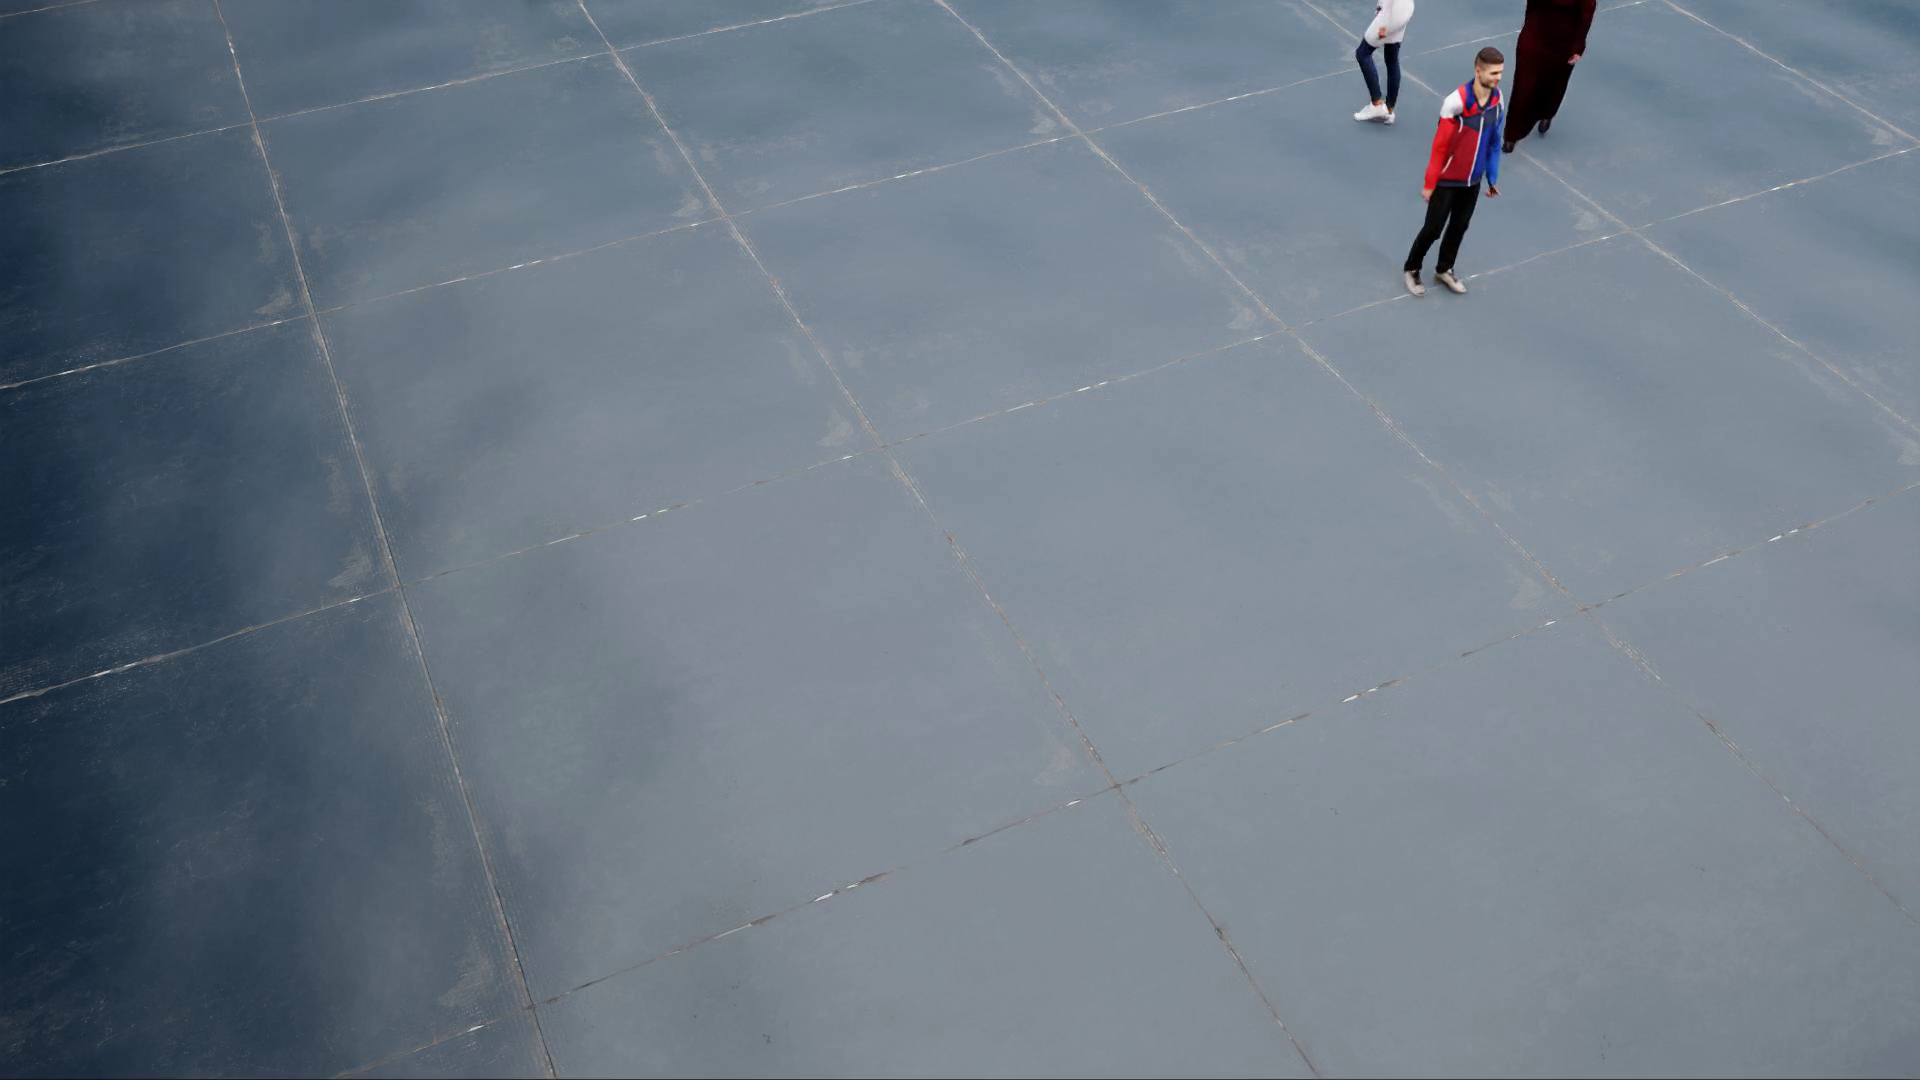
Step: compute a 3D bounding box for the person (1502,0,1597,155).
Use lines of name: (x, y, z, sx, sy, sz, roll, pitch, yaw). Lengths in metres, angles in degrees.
person: (4.554, -3.841, 12.720, 1.130, 1.703, 1.130, 18, 45, 19)

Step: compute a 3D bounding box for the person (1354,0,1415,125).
person: (3.451, -4.056, 12.915, 0.778, 1.758, 0.748, 21, 46, 22)

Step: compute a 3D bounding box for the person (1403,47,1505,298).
person: (3.326, -2.501, 11.206, 0.672, 1.754, 0.588, -15, 44, -16)
